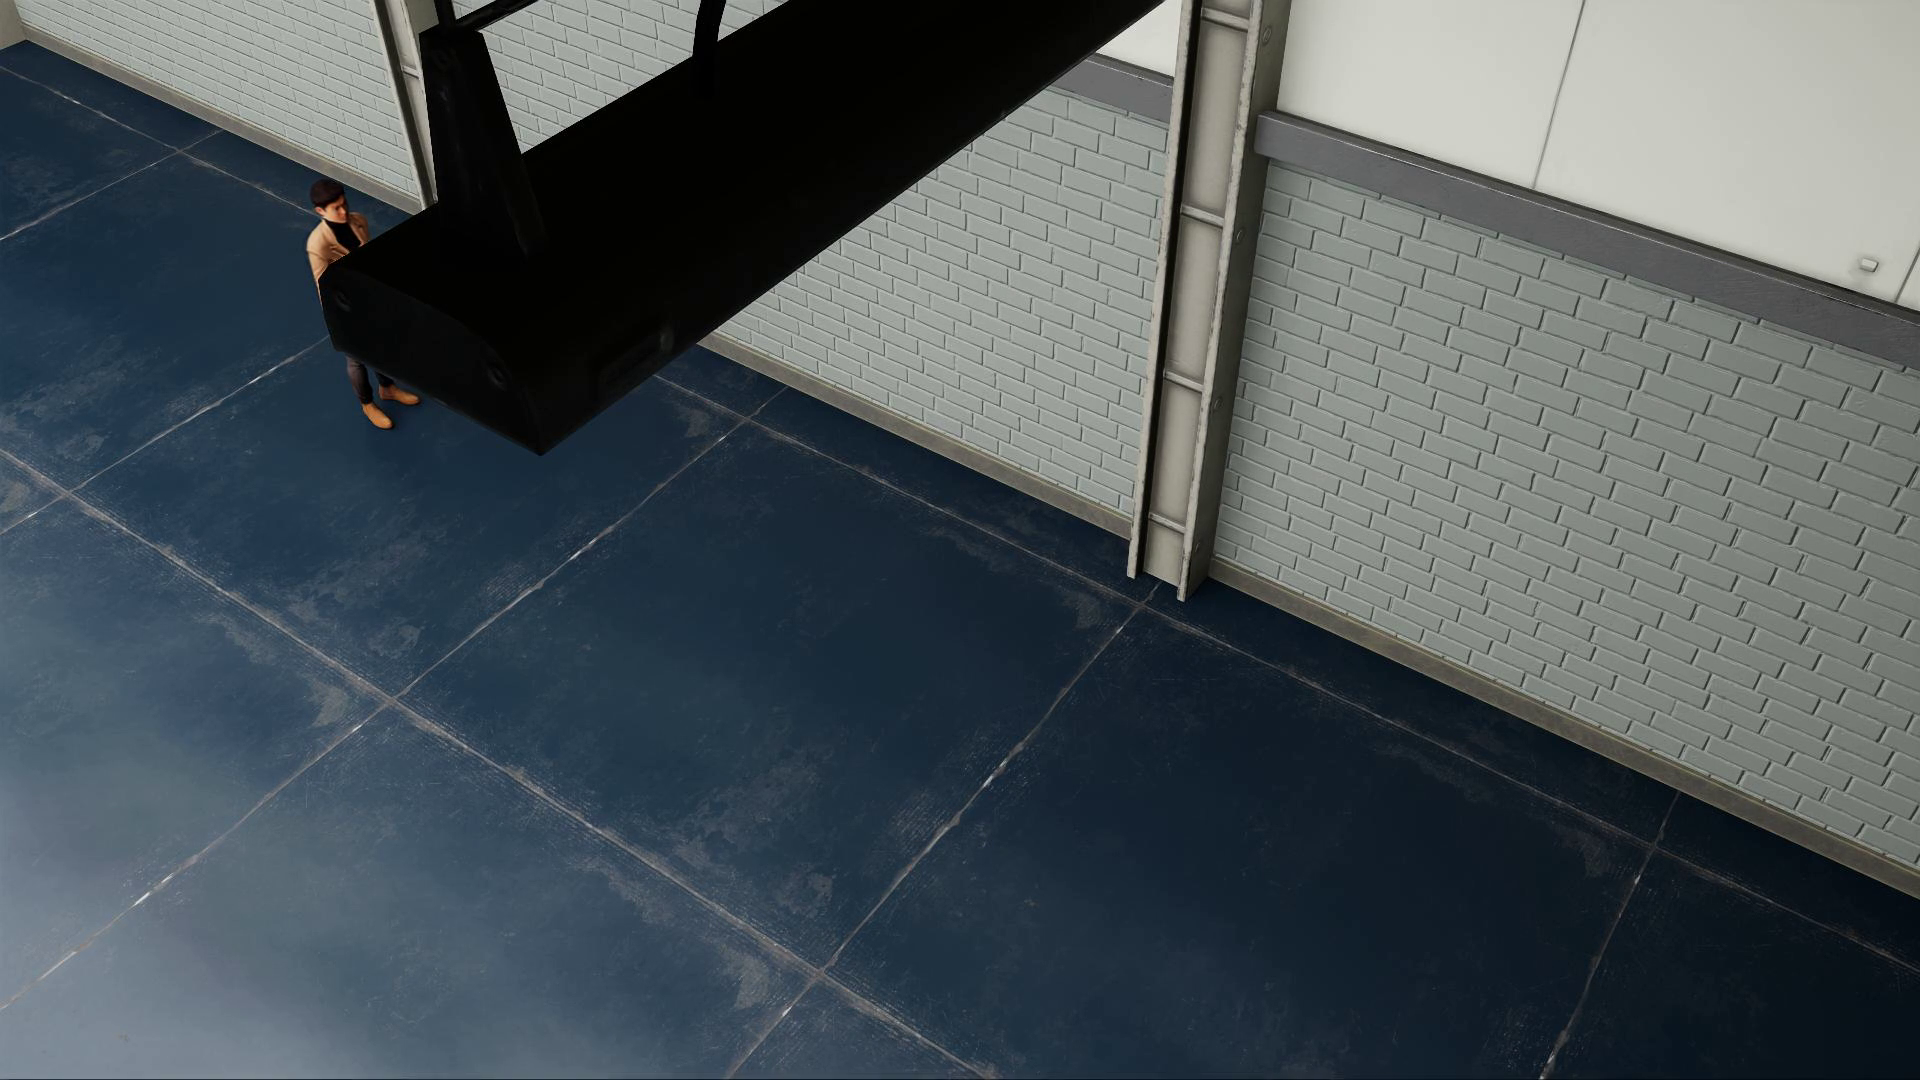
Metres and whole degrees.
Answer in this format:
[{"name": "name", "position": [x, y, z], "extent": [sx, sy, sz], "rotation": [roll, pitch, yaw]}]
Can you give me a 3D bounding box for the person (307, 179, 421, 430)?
[{"name": "person", "position": [-3.780, -1.507, 10.428], "extent": [0.673, 1.726, 0.697], "rotation": [18, 46, 18]}]
